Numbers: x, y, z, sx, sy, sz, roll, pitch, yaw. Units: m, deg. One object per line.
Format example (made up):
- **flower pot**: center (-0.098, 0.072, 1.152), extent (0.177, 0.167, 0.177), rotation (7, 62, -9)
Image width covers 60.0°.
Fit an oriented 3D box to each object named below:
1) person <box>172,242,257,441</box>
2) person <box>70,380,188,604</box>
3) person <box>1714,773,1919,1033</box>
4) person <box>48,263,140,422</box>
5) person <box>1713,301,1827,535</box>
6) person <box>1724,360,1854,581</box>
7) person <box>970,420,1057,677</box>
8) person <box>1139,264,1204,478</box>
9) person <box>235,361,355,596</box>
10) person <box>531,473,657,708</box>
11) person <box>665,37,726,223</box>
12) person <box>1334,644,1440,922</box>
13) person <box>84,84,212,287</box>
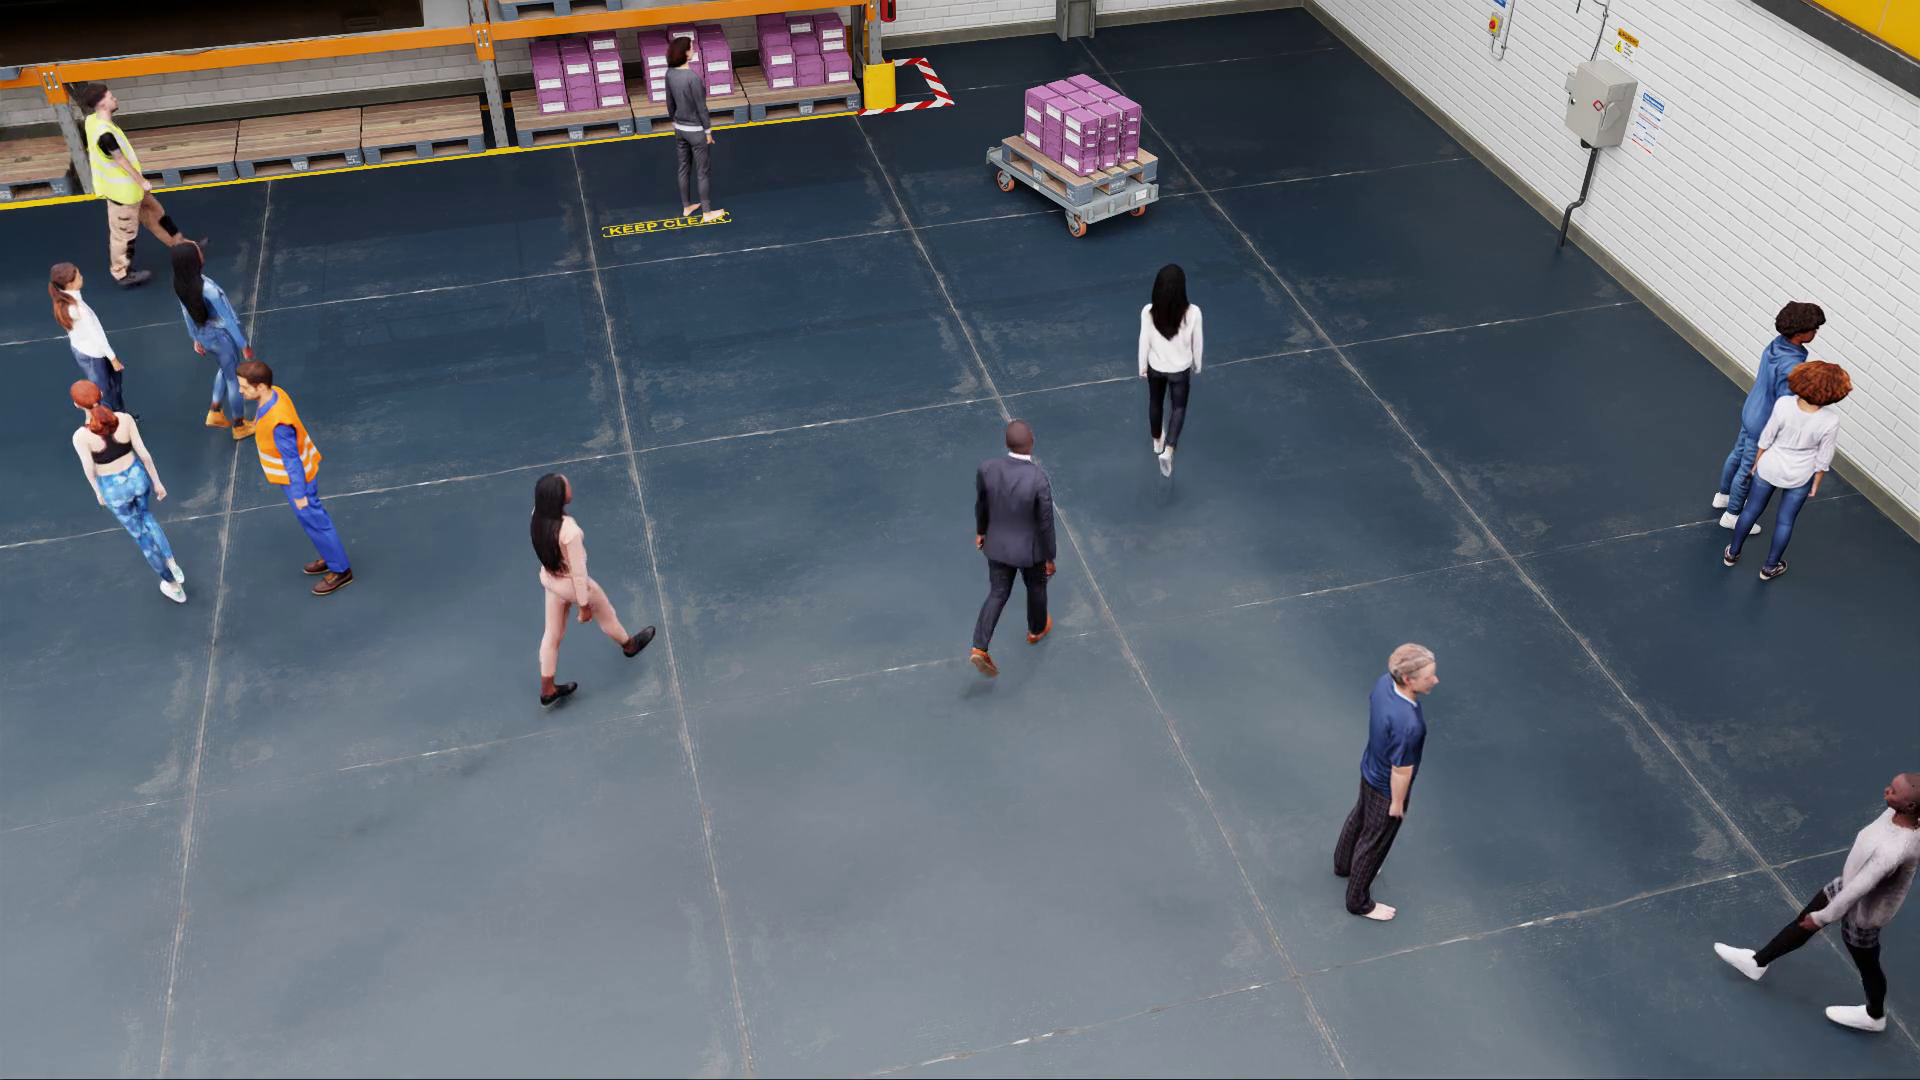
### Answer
- **person**: center (-5.721, -1.460, 12.660), extent (0.773, 1.700, 0.832), rotation (24, 45, 27)
- **person**: center (-5.506, -0.262, 11.100), extent (0.760, 1.773, 0.699), rotation (27, 46, 29)
- **person**: center (4.675, 1.894, 8.436), extent (1.188, 1.730, 1.095), rotation (17, 42, 21)
- **person**: center (-6.702, -1.379, 12.683), extent (0.690, 1.543, 0.745), rotation (26, 46, 29)
- **person**: center (5.755, -0.894, 11.861), extent (0.725, 1.811, 0.754), rotation (6, 39, 7)
- **person**: center (5.684, -0.490, 11.435), extent (0.749, 1.712, 0.785), rotation (28, 46, 30)
- **person**: center (0.311, 0.099, 10.639), extent (1.164, 1.784, 1.229), rotation (23, 44, 26)
- **person**: center (1.553, -1.249, 12.406), extent (0.985, 1.686, 0.938), rotation (7, 39, 8)
- **person**: center (-4.490, -0.442, 11.261), extent (0.688, 1.855, 0.730), rotation (-19, 42, -22)
- **person**: center (-2.519, 0.349, 10.419), extent (1.034, 1.668, 1.228), rotation (30, 47, 32)
- **person**: center (-2.528, -3.854, 15.600), extent (0.681, 1.771, 0.735), rotation (21, 43, 24)
- **person**: center (2.327, 1.296, 9.072), extent (0.642, 1.870, 0.715), rotation (0, 39, 0)
- **person**: center (-7.397, -3.062, 14.588), extent (1.209, 1.796, 0.896), rotation (-20, 43, -24)
